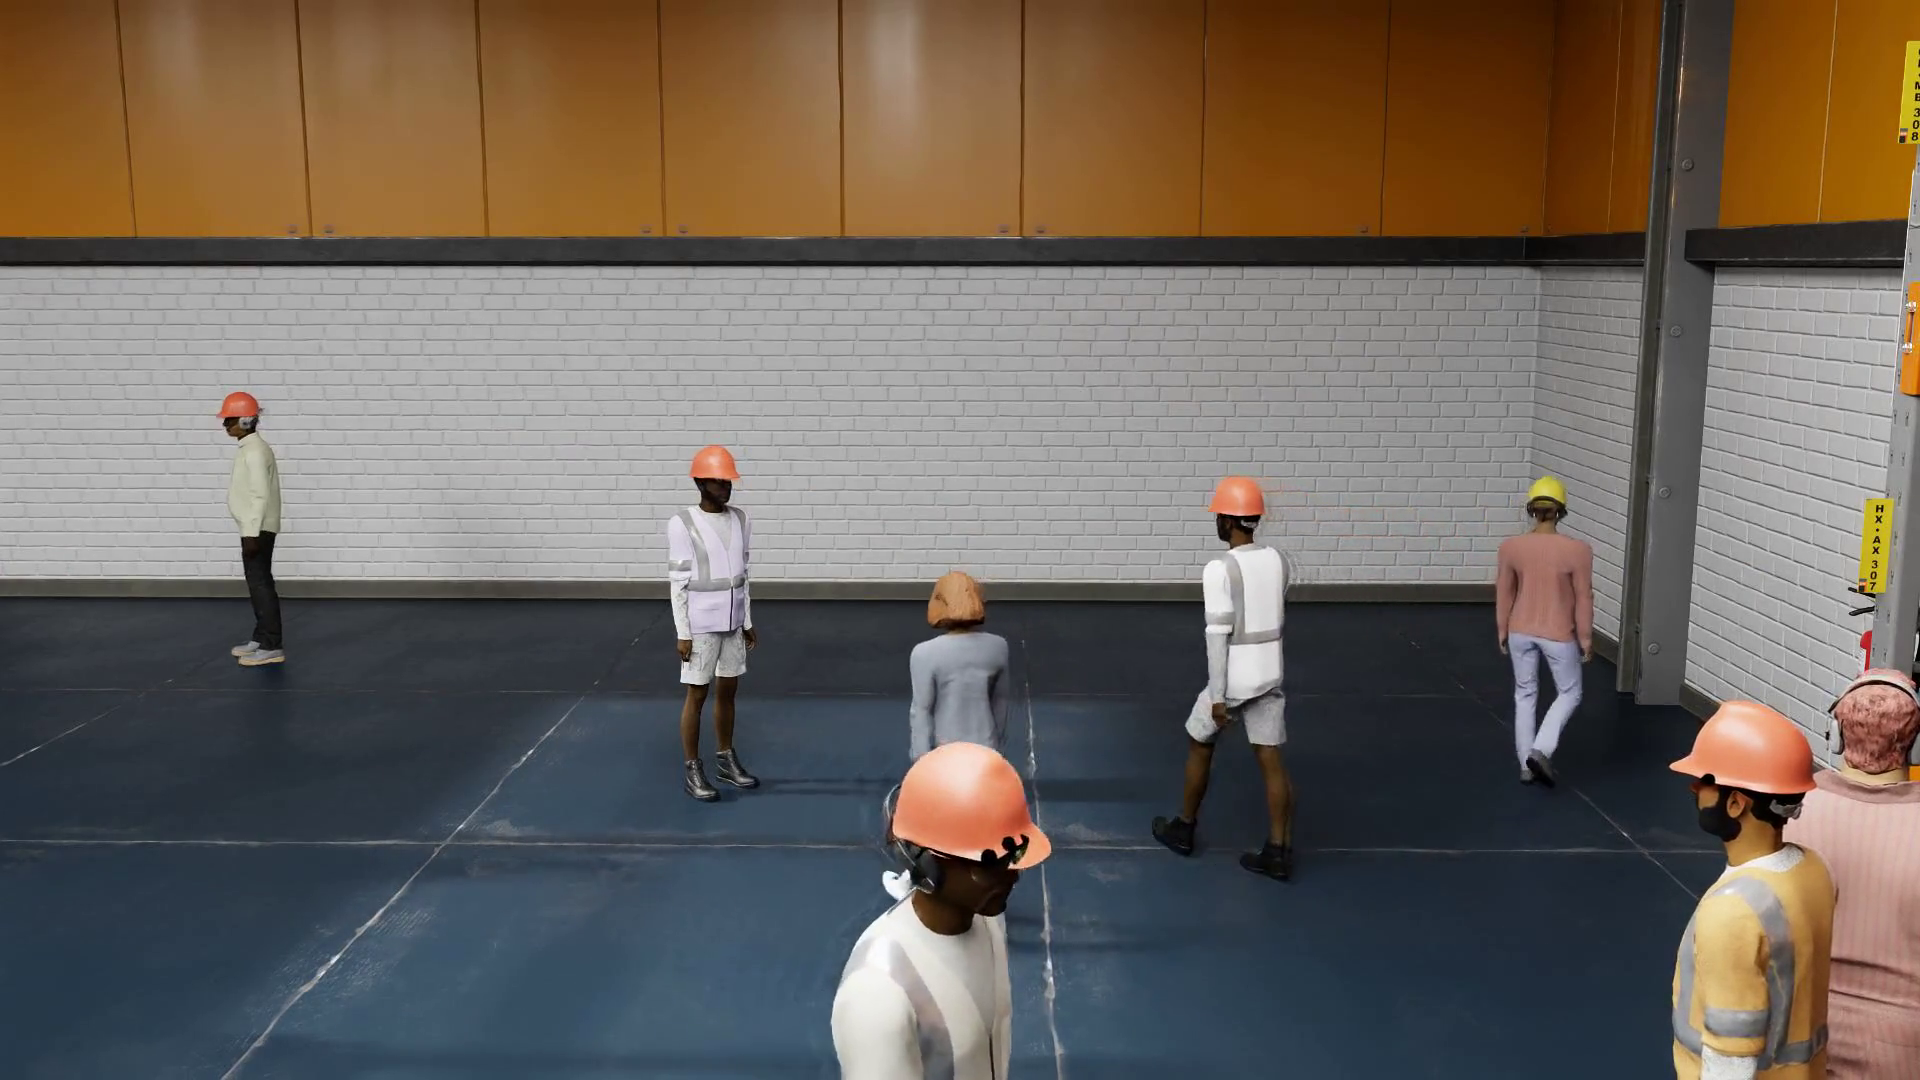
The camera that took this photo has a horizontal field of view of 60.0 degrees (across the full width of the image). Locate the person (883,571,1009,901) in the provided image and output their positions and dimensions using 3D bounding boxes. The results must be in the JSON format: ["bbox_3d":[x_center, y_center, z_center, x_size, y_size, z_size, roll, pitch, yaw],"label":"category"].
[{"bbox_3d":[-0.042,0.921,7.259,0.530,1.592,0.813,-5,11,-28],"label":"person"}]

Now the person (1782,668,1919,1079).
[{"bbox_3d":[2.301,1.268,4.265,0.643,1.913,0.410,7,12,36],"label":"person"}]

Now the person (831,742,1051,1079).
[{"bbox_3d":[0.022,1.375,3.385,1.025,1.986,0.641,4,10,25],"label":"person"}]

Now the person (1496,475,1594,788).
[{"bbox_3d":[3.210,0.519,9.189,0.549,1.752,0.443,7,12,38],"label":"person"}]

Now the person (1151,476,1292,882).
[{"bbox_3d":[1.293,0.640,8.040,0.554,1.905,0.909,-6,11,-31],"label":"person"}]

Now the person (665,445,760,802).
[{"bbox_3d":[-1.337,0.445,9.108,0.349,1.942,0.545,8,12,39],"label":"person"}]

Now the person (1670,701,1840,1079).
[{"bbox_3d":[1.780,1.324,3.848,0.375,1.939,0.546,9,13,44],"label":"person"}]

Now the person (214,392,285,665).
[{"bbox_3d":[-5.177,-0.083,12.151,0.413,1.987,0.630,-5,11,-28],"label":"person"}]
